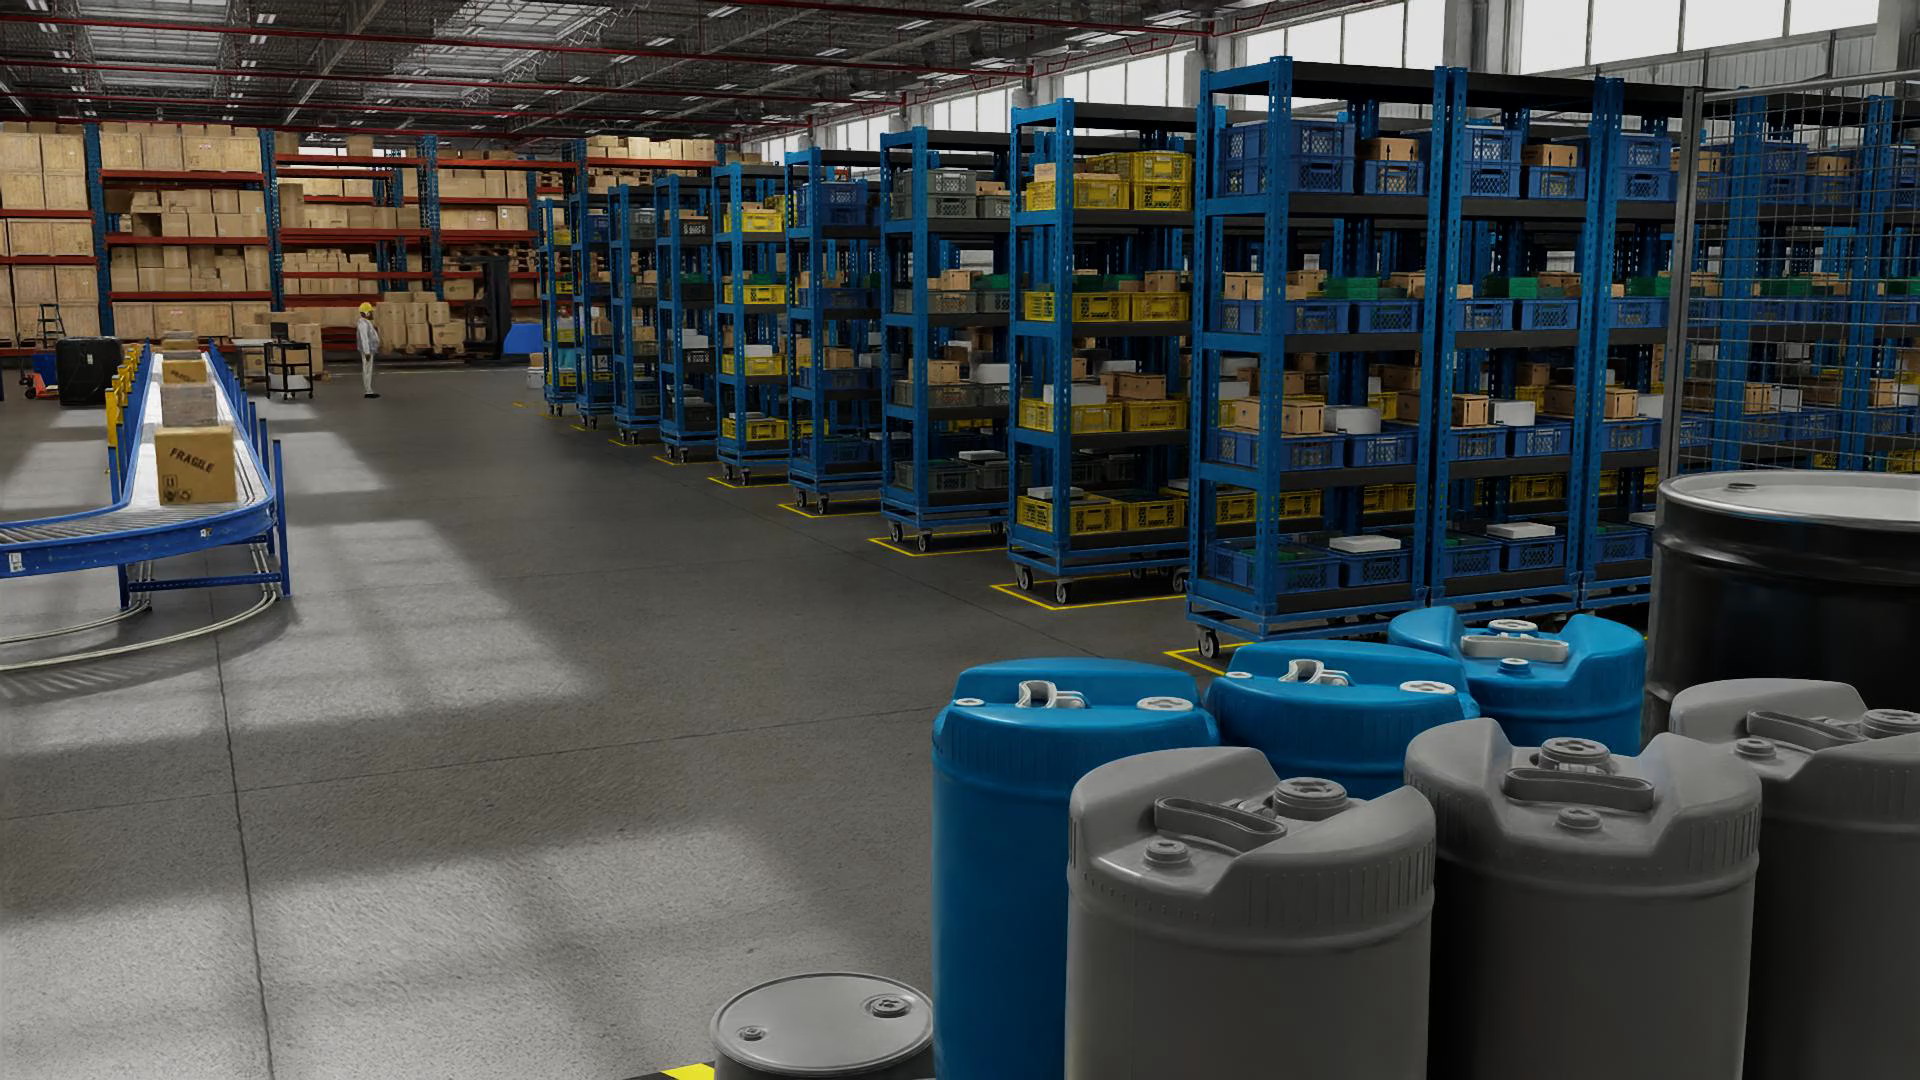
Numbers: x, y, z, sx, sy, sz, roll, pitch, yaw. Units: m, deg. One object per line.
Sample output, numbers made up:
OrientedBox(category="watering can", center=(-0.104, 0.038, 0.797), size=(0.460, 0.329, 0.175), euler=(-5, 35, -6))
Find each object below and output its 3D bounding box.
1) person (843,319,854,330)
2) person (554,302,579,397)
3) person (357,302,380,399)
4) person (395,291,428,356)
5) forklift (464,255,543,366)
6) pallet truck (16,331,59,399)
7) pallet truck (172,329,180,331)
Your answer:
OrientedBox(category="person", center=(-2.700, -4.632, 37.853), size=(0.643, 1.905, 0.400), euler=(-7, 12, -38))
OrientedBox(category="person", center=(-7.588, -3.666, 32.054), size=(0.589, 1.835, 0.436), euler=(3, 10, 17))
OrientedBox(category="person", center=(-11.278, -3.609, 31.716), size=(0.404, 1.833, 0.600), euler=(-3, 10, -17))
OrientedBox(category="person", center=(-15.803, -6.232, 47.888), size=(0.965, 1.856, 0.678), euler=(-4, 10, -24))
OrientedBox(category="forklift", center=(-11.785, -5.927, 42.858), size=(1.873, 2.768, 1.129), euler=(-4, 10, -25))
OrientedBox(category="pallet truck", center=(-17.082, -3.353, 31.781), size=(1.630, 1.274, 0.653), euler=(-4, 10, -25))
OrientedBox(category="pallet truck", center=(-17.275, -3.851, 35.096), size=(1.601, 1.201, 0.680), euler=(0, 9, 1))
